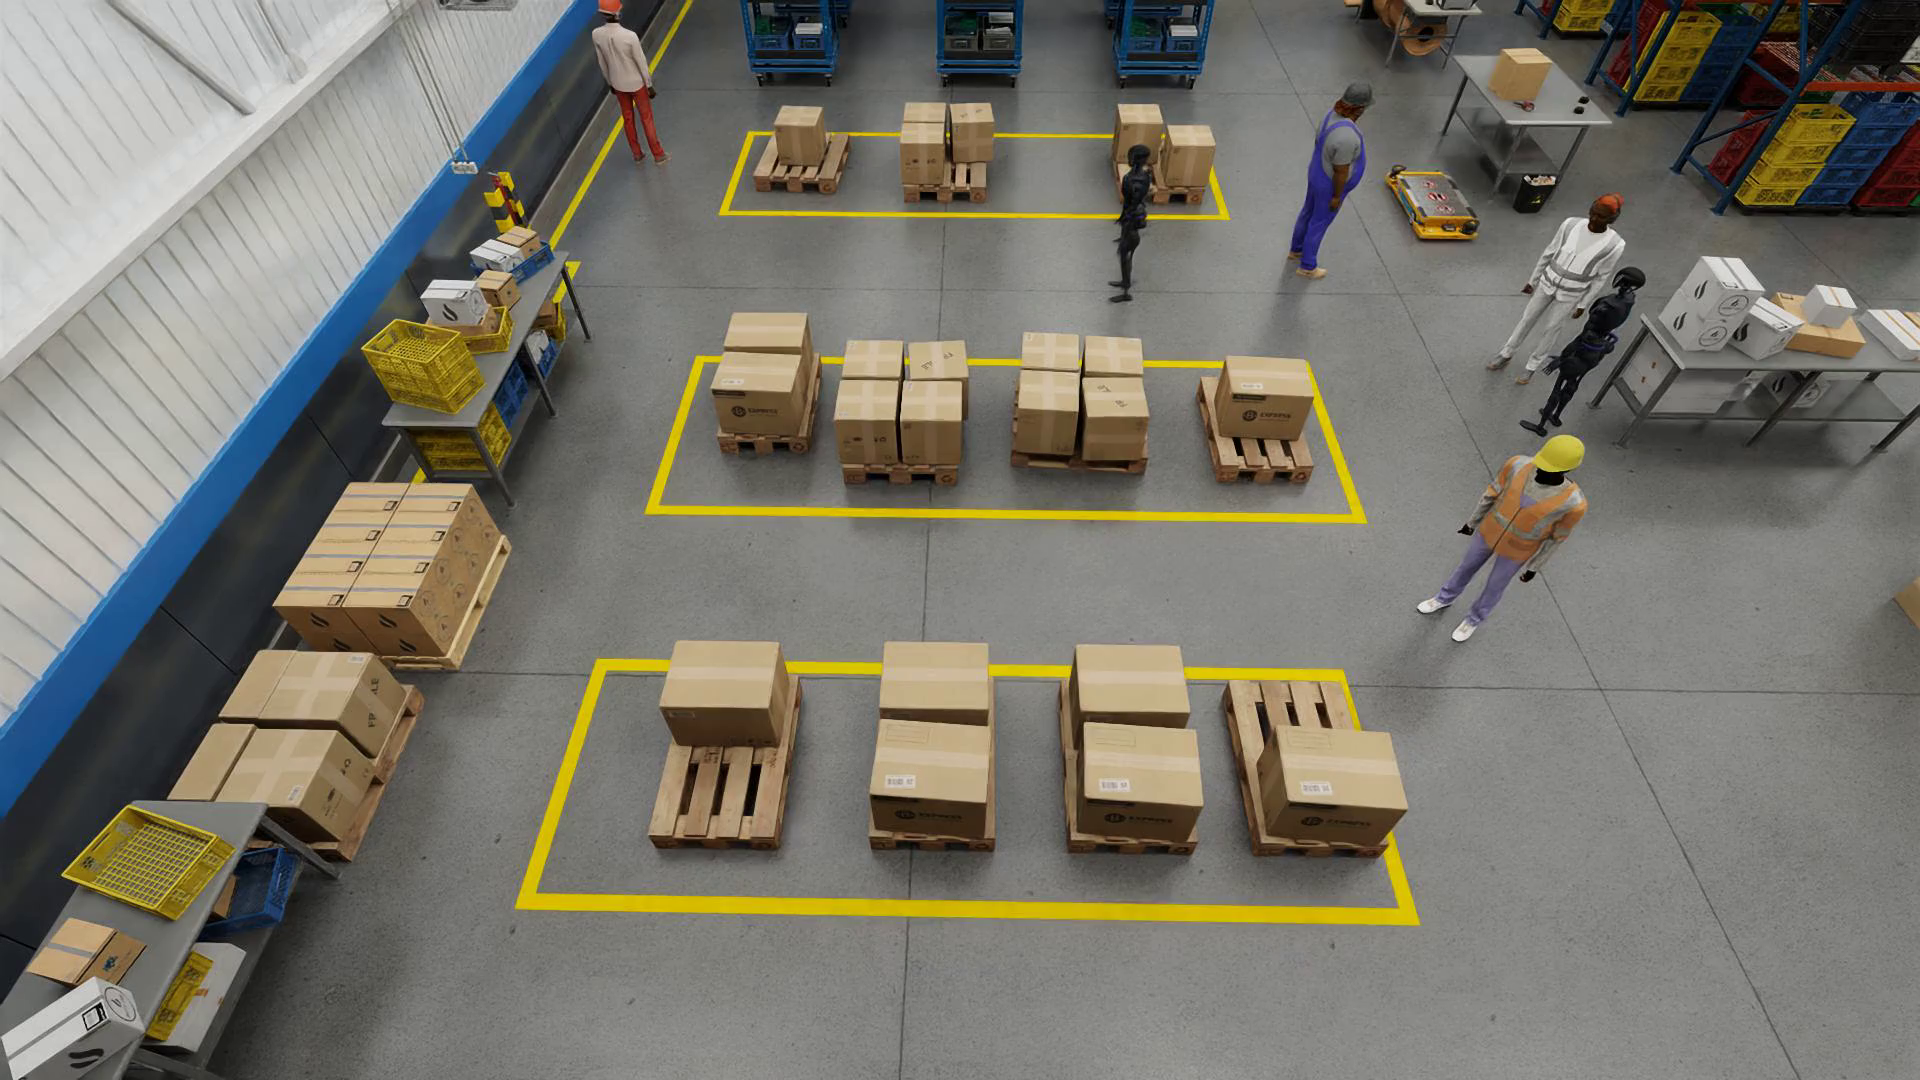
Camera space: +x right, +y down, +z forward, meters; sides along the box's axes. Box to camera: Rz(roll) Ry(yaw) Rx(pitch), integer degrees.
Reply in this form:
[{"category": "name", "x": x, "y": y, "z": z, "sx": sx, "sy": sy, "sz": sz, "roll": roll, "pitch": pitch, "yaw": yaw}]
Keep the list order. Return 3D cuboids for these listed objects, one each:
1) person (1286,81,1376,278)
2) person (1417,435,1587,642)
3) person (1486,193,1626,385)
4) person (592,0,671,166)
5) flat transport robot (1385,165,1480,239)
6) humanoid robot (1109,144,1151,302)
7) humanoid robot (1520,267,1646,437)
[{"category": "person", "x": 3.925, "y": -3.779, "z": 9.634, "sx": 0.538, "sy": 2.000, "sz": 0.682, "roll": -3, "pitch": 49, "yaw": -2}, {"category": "person", "x": 3.830, "y": 0.002, "z": 6.435, "sx": 0.368, "sy": 1.925, "sz": 0.594, "roll": -25, "pitch": 54, "yaw": -20}, {"category": "person", "x": 5.526, "y": -2.298, "z": 8.455, "sx": 0.351, "sy": 1.882, "sz": 0.582, "roll": -32, "pitch": 56, "yaw": -24}, {"category": "person", "x": -4.053, "y": -5.607, "z": 11.246, "sx": 0.610, "sy": 1.995, "sz": 0.376, "roll": 9, "pitch": 50, "yaw": 7}, {"category": "flat transport robot", "x": 5.692, "y": -4.094, "z": 11.059, "sx": 0.652, "sy": 0.197, "sz": 1.431, "roll": 1, "pitch": 49, "yaw": 1}, {"category": "humanoid robot", "x": 1.737, "y": -3.240, "z": 9.398, "sx": 0.315, "sy": 1.657, "sz": 0.607, "roll": 2, "pitch": 49, "yaw": 2}, {"category": "humanoid robot", "x": 5.452, "y": -1.650, "z": 8.018, "sx": 0.587, "sy": 1.660, "sz": 0.329, "roll": -25, "pitch": 54, "yaw": -20}]
